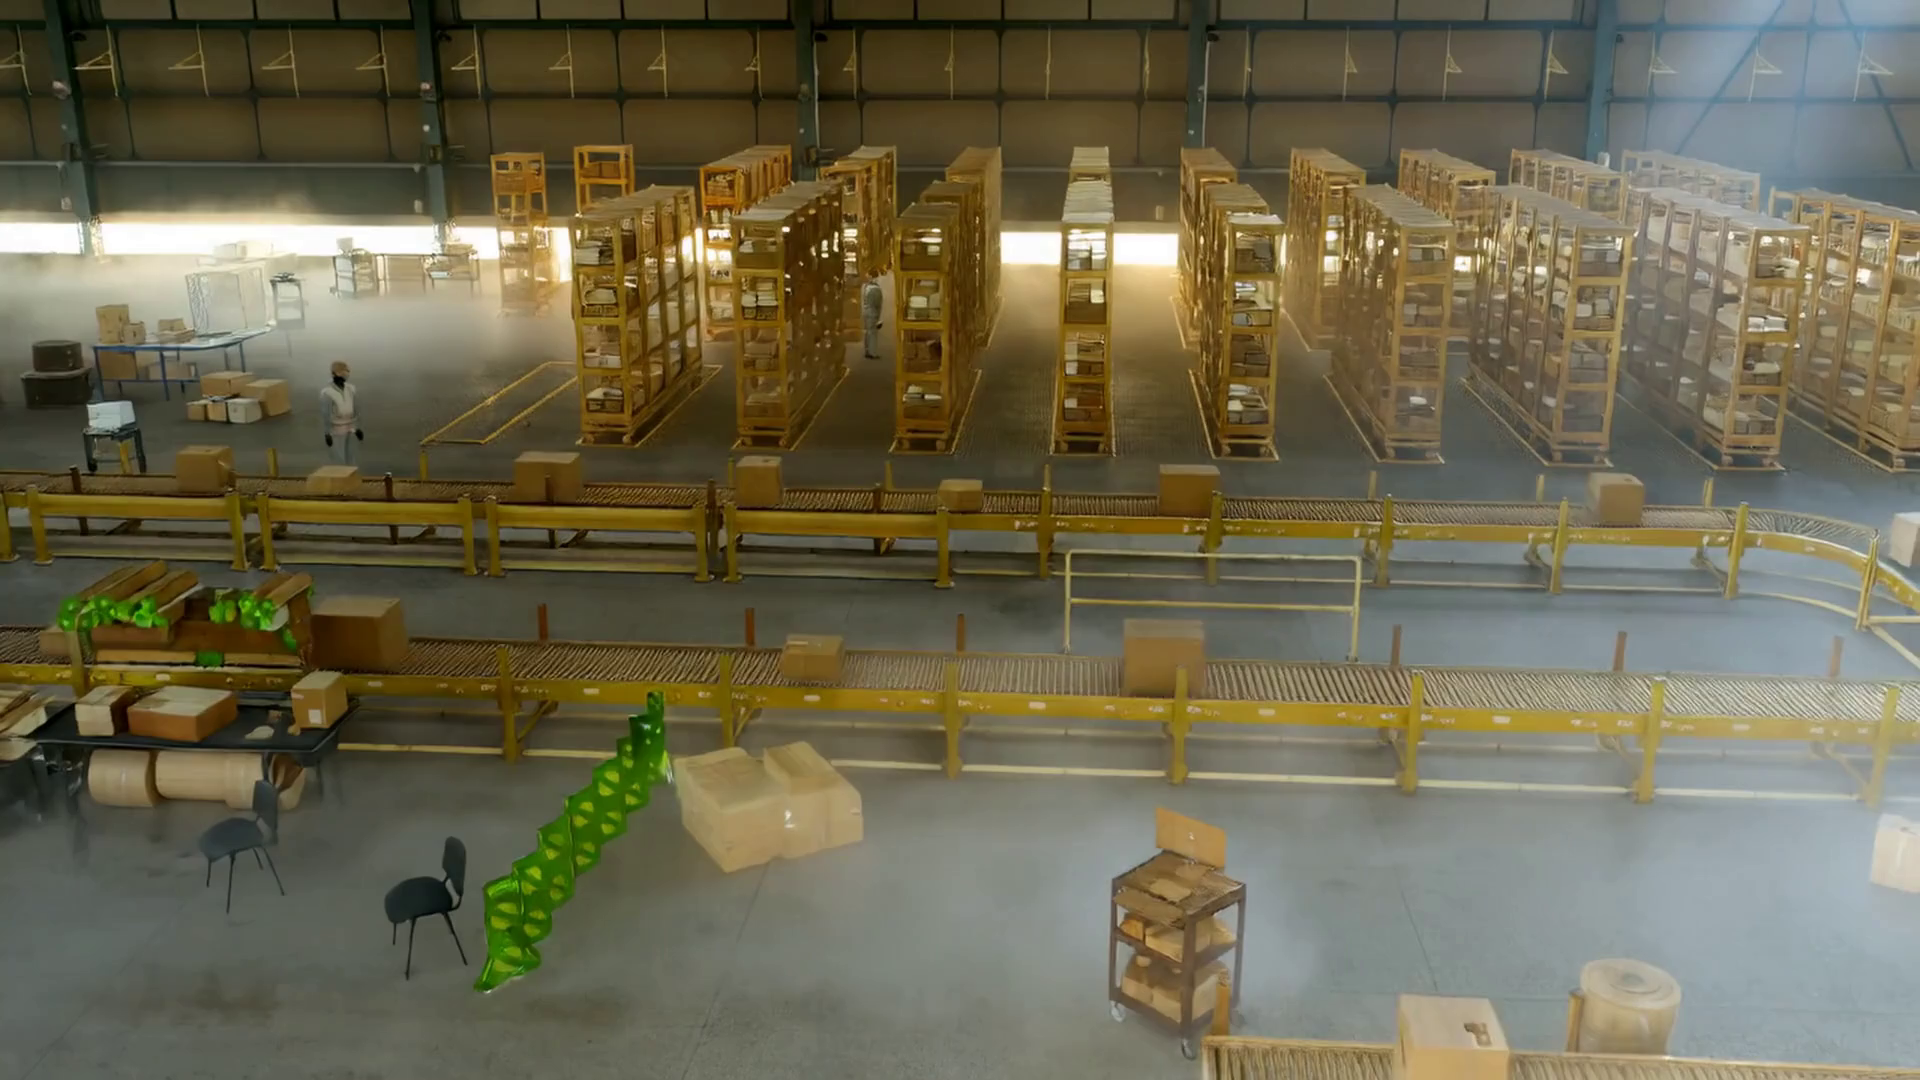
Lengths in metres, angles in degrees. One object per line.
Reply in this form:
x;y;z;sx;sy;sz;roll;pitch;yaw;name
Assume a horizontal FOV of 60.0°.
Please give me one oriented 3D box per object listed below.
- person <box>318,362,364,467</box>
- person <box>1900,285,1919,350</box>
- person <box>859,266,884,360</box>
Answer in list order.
-8.625;-1.531;23.246;0.401;1.938;0.602;11;21;31;person
17.882;-4.033;31.383;0.724;1.817;0.576;-1;18;-5;person
-1.747;-4.464;32.731;0.404;1.828;0.591;-10;20;-30;person
